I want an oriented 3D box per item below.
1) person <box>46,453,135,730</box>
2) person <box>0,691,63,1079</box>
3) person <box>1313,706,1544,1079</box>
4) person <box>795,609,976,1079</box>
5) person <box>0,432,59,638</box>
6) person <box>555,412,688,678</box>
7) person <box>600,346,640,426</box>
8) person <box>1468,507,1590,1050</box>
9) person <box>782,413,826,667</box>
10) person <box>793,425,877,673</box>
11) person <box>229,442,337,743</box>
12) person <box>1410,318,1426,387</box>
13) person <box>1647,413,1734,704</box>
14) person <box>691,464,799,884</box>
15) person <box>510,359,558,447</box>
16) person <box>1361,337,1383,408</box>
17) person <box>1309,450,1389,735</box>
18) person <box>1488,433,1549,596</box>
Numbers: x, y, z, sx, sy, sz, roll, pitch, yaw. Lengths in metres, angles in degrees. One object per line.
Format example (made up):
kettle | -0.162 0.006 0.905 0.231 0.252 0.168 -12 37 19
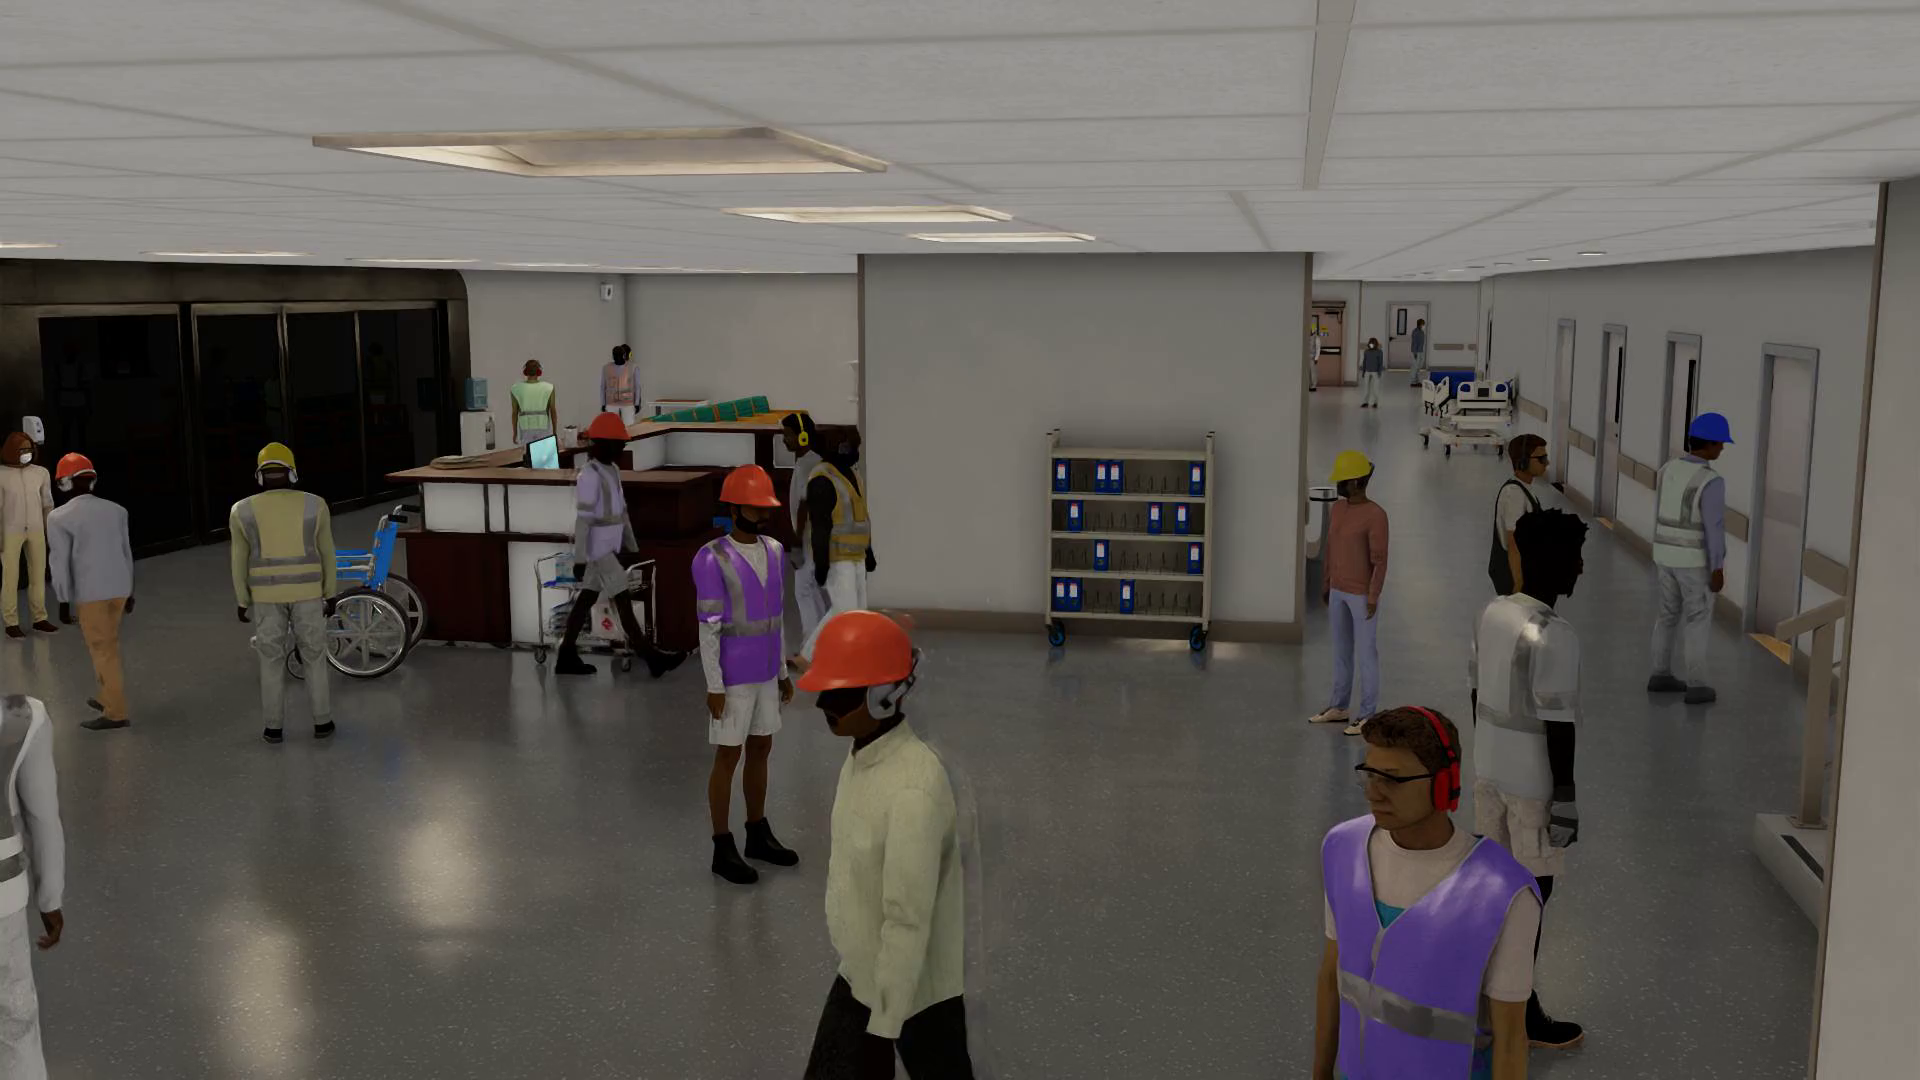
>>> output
person | -5.460 0.319 10.459 0.607 1.715 0.562 3 9 17
person | -2.940 1.081 4.869 0.575 1.876 0.341 -6 10 -35
person | 1.038 1.268 3.764 0.387 1.839 0.568 -6 10 -35
person | -0.161 1.132 4.353 1.047 1.938 0.634 -3 9 -21
person | -7.411 -0.045 13.168 0.285 1.627 0.504 5 10 32
person | -2.432 0.048 11.694 1.027 1.874 0.569 1 9 5
person | -5.431 -2.175 26.578 0.633 1.843 0.429 0 9 -3
person | 2.076 0.851 6.079 0.362 1.963 0.614 -1 9 -10
person | -1.122 0.002 12.090 0.335 1.855 0.530 1 9 7
person | -0.798 0.114 11.467 0.513 1.816 0.654 2 9 15
person | -4.082 0.321 10.080 0.586 1.822 0.403 -3 9 -21
person | 12.869 -5.253 46.723 0.379 1.932 0.630 6 10 35
person | 4.848 0.119 11.046 0.445 1.933 0.632 -1 9 -9
person | -0.984 0.610 7.768 0.353 1.939 0.544 6 10 35
person | -5.478 -1.401 21.426 0.570 1.845 0.383 -2 9 -15
person | 9.574 -3.889 38.633 0.507 1.632 0.266 7 11 40
person | 2.414 0.322 10.287 0.327 1.760 0.523 -4 9 -25
person | 3.509 0.249 10.464 0.350 1.847 0.506 3 9 21
